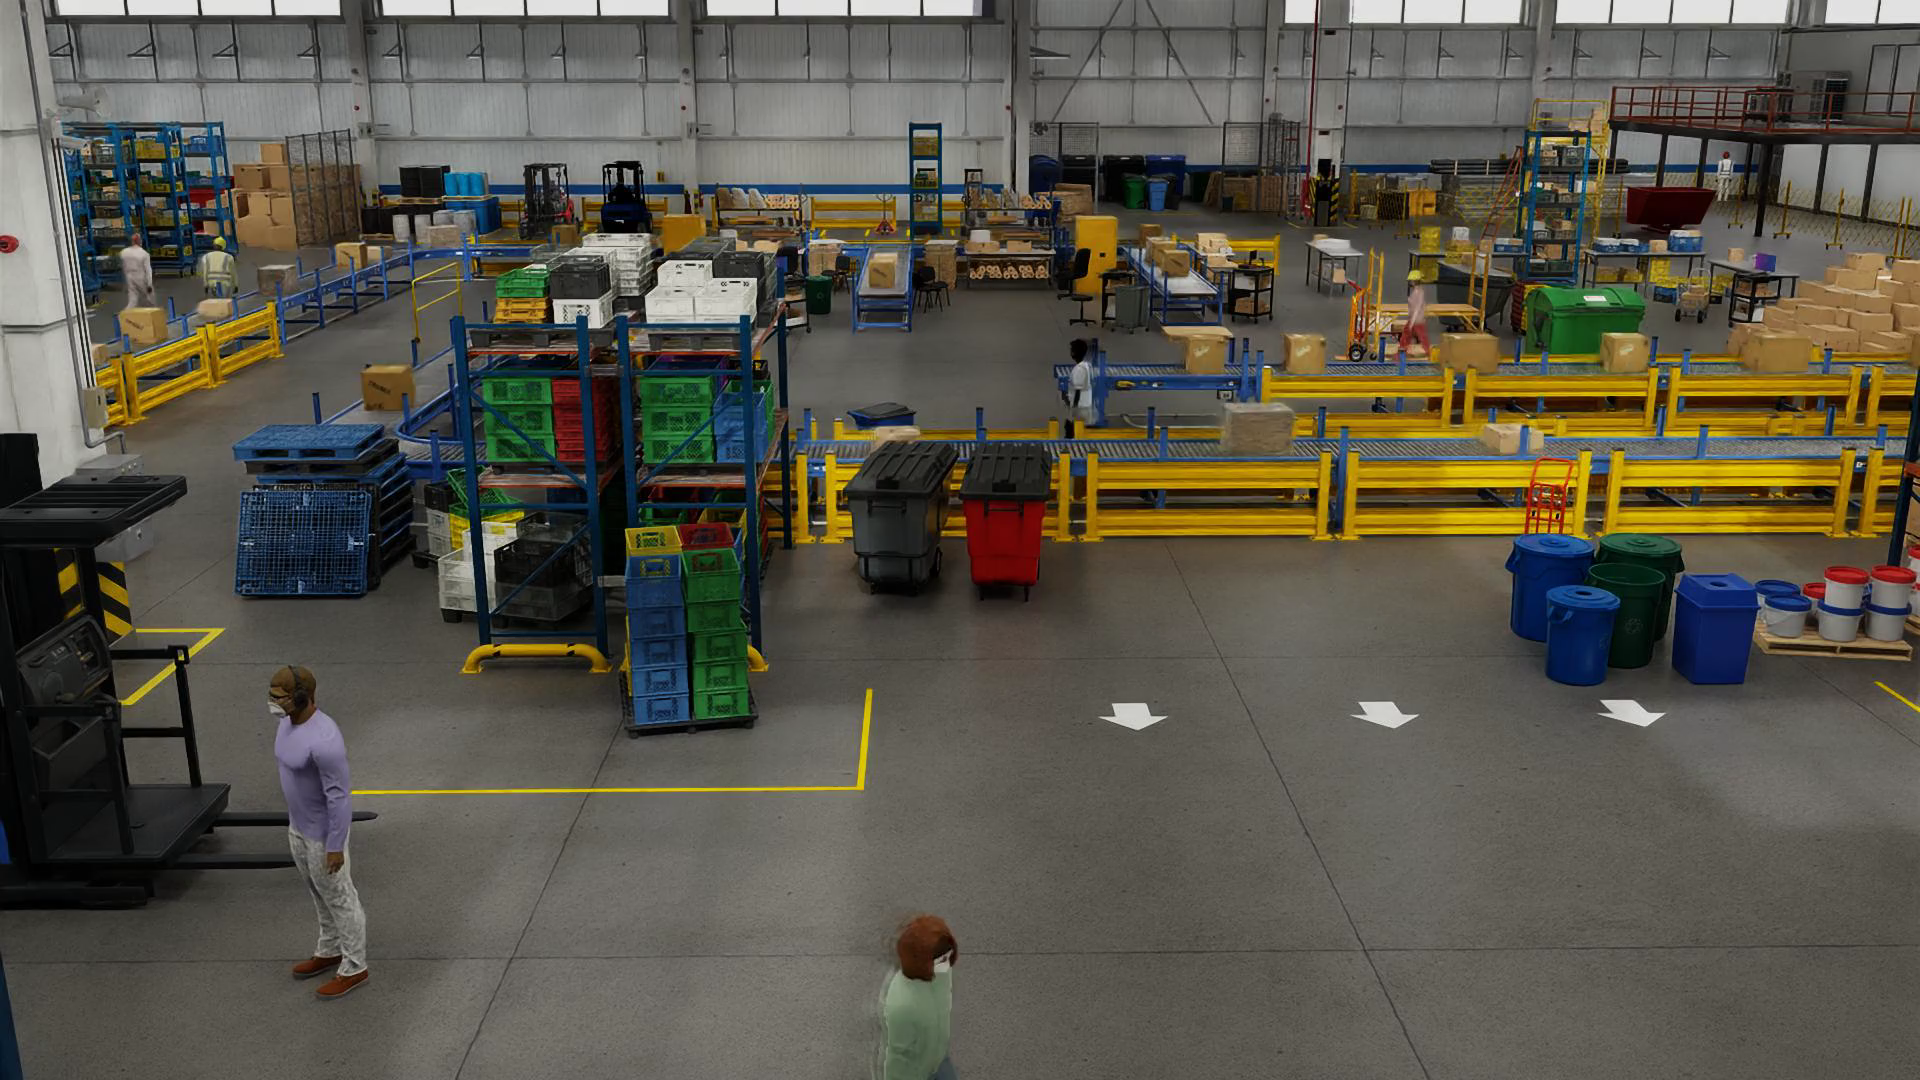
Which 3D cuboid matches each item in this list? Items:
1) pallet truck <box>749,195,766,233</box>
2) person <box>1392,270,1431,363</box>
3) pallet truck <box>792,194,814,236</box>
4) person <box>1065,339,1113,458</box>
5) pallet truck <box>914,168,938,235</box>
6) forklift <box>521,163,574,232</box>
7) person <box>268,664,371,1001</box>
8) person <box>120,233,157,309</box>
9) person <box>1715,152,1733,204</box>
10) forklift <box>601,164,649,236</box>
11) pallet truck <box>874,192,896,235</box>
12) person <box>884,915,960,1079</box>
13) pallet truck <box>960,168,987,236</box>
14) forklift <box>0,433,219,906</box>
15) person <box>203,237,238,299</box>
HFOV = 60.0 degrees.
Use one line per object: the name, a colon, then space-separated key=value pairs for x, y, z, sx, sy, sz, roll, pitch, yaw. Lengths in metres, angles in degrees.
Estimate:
pallet truck: x=-6.051 y=-9.967 z=50.660 sx=0.680 sy=1.201 sz=1.601 roll=0 pitch=16 yaw=-1
person: x=7.612 y=-3.649 z=27.830 sx=0.912 sy=1.720 sz=0.533 roll=-2 pitch=16 yaw=-6
pallet truck: x=-4.814 y=-9.883 z=50.259 sx=0.704 sy=1.261 sz=1.522 roll=-1 pitch=16 yaw=-3
person: x=1.615 y=-1.763 z=21.382 sx=0.854 sy=1.663 sz=0.531 roll=1 pitch=16 yaw=5
pallet truck: x=-0.989 y=-10.316 z=50.507 sx=0.823 sy=1.965 sz=1.885 roll=1 pitch=16 yaw=3
forklift: x=-12.233 y=-10.122 z=49.298 sx=1.157 sy=1.987 sz=2.680 roll=0 pitch=16 yaw=-1
person: x=-3.553 y=1.597 z=9.202 sx=0.356 sy=1.938 sz=0.633 roll=-14 pitch=21 yaw=-40
person: x=-15.965 y=-5.006 z=32.287 sx=0.639 sy=1.874 sz=0.947 roll=2 pitch=16 yaw=7
person: x=28.111 y=-13.332 z=61.192 sx=0.584 sy=1.881 sz=0.337 roll=-1 pitch=16 yaw=-3
forklift: x=-9.948 y=-10.127 z=49.296 sx=1.157 sy=1.987 sz=2.680 roll=-1 pitch=16 yaw=-3
pallet truck: x=-2.277 y=-9.986 z=50.594 sx=0.653 sy=1.274 sz=1.630 roll=0 pitch=16 yaw=-1
person: x=-0.105 y=2.343 z=7.197 sx=0.671 sy=1.602 sz=0.514 roll=10 pitch=19 yaw=32
pallet truck: x=0.383 y=-10.230 z=50.206 sx=0.823 sy=1.965 sz=1.885 roll=-1 pitch=16 yaw=-3
forklift: x=-5.952 y=0.780 z=10.366 sx=1.873 sy=2.768 sz=1.129 roll=0 pitch=16 yaw=-1
person: x=-14.429 y=-5.010 z=32.481 sx=0.599 sy=1.763 sz=1.001 roll=-1 pitch=16 yaw=-3
